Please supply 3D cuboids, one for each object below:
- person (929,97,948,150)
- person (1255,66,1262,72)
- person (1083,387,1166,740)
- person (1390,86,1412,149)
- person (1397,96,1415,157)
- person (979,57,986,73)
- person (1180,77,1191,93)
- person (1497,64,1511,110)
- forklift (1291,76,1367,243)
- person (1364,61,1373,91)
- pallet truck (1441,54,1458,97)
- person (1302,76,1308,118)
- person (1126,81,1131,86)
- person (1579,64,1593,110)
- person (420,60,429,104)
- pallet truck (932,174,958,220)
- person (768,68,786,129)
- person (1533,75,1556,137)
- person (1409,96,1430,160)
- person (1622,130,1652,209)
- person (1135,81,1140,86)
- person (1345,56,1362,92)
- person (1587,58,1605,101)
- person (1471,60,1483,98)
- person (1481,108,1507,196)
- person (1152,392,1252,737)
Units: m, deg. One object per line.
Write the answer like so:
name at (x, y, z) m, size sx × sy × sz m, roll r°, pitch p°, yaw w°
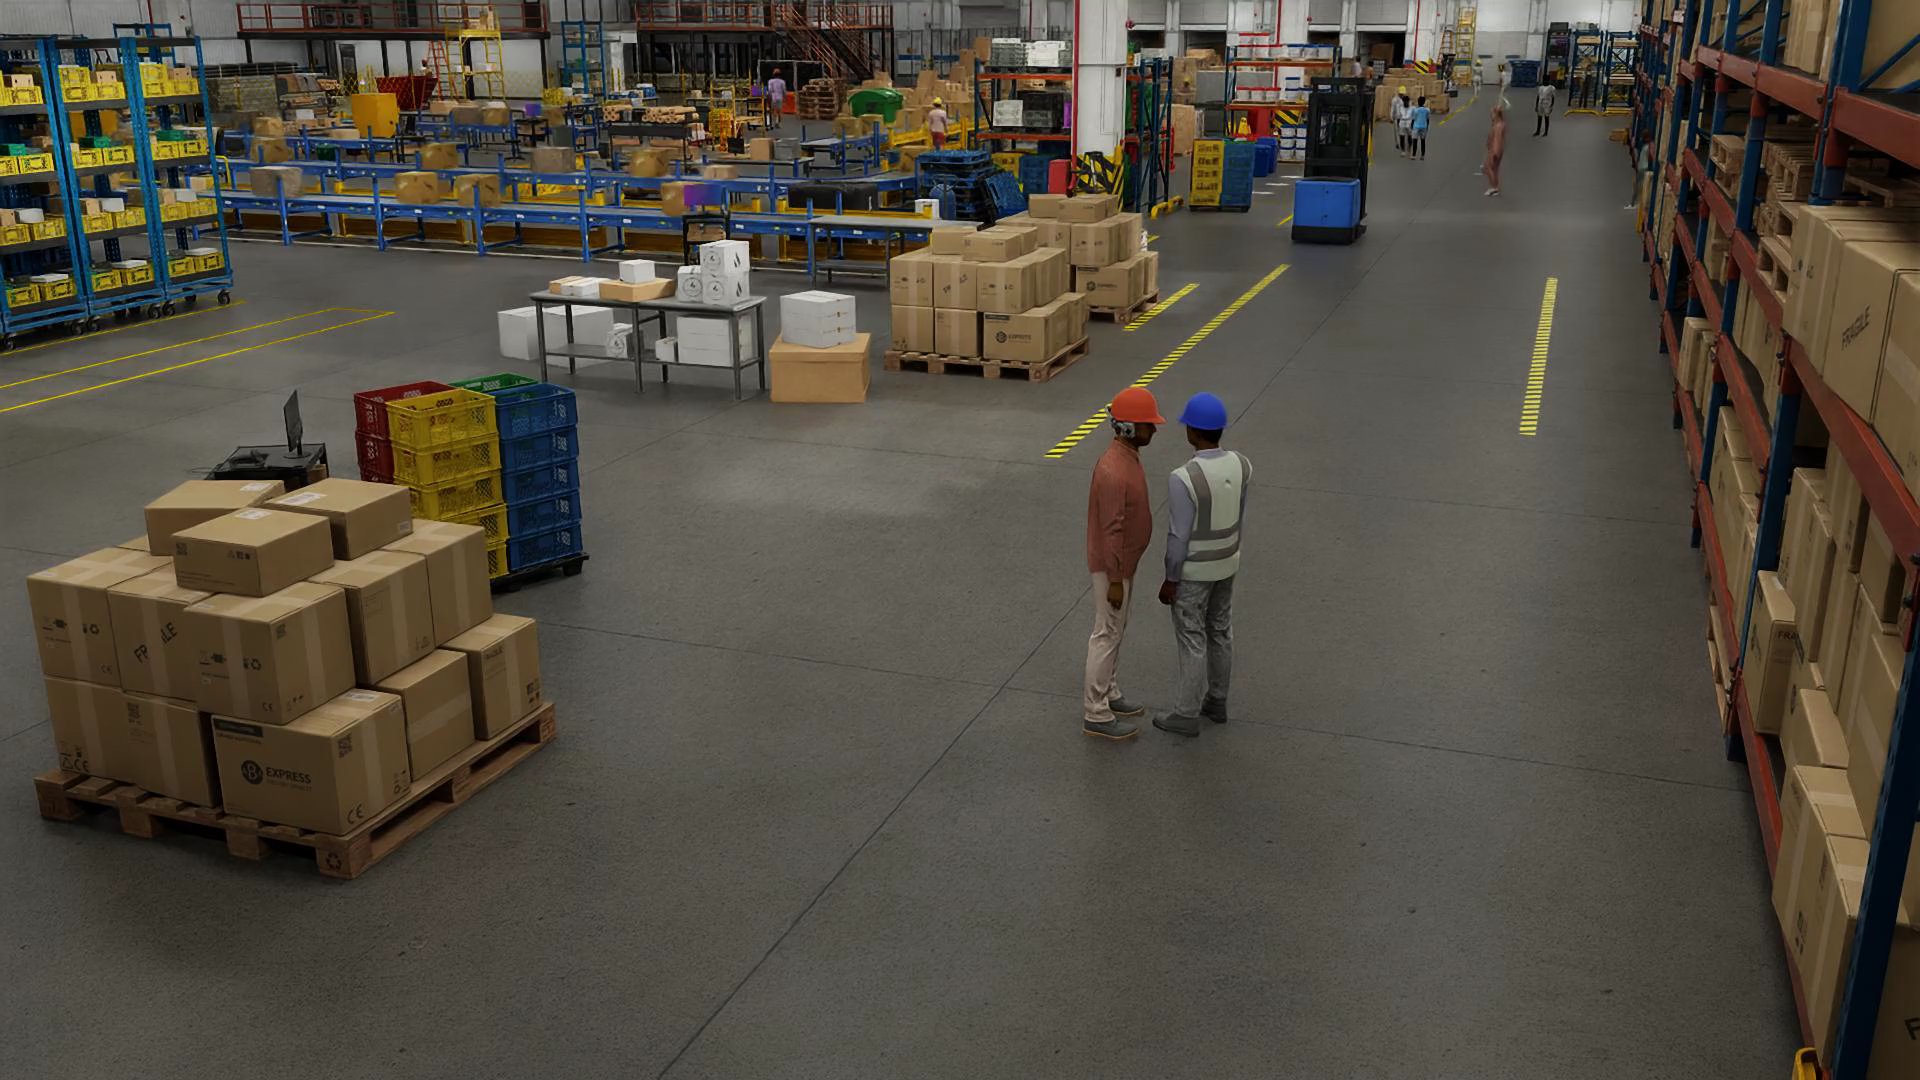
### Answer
person at (-0.600, -10.740, 43.733) m, size 0.535 × 1.746 × 0.643 m, roll 9°, pitch 20°, yaw 27°
person at (15.806, -24.941, 88.036) m, size 0.405 × 1.945 × 0.615 m, roll 7°, pitch 19°, yaw 20°
person at (0.905, 0.124, 9.228) m, size 0.414 × 1.985 × 0.611 m, roll 4°, pitch 18°, yaw 12°
person at (12.973, -12.450, 48.996) m, size 0.625 × 1.817 × 0.424 m, roll 4°, pitch 18°, yaw 13°
person at (12.471, -11.550, 46.403) m, size 0.576 × 1.672 × 0.589 m, roll 8°, pitch 19°, yaw 25°
person at (0.965, -20.873, 75.305) m, size 0.656 × 1.917 × 0.555 m, roll -2°, pitch 18°, yaw -6°
person at (7.759, -15.100, 57.467) m, size 0.530 × 1.738 × 0.524 m, roll -11°, pitch 21°, yaw -31°
person at (22.171, -18.460, 67.845) m, size 0.584 × 1.845 × 0.558 m, roll 6°, pitch 19°, yaw 19°
forklift at (6.598, -6.755, 29.381) m, size 1.129 × 2.768 × 1.873 m, roll 6°, pitch 19°, yaw 19°
person at (19.071, -21.585, 77.914) m, size 0.605 × 1.680 × 0.546 m, roll -7°, pitch 19°, yaw -20°
pallet truck at (22.765, -21.886, 78.355) m, size 0.823 × 1.965 × 1.885 m, roll -4°, pitch 18°, yaw -14°
person at (12.946, -17.110, 63.529) m, size 0.549 × 1.888 × 0.975 m, roll -9°, pitch 20°, yaw -25°
person at (6.069, -16.119, 60.260) m, size 0.409 × 1.982 × 0.612 m, roll -1°, pitch 18°, yaw -4°
person at (25.751, -18.622, 68.360) m, size 0.506 × 1.839 × 0.351 m, roll -6°, pitch 19°, yaw -18°
person at (-23.457, -20.103, 72.954) m, size 0.354 × 1.879 × 0.566 m, roll -2°, pitch 18°, yaw -5°
pallet truck at (-0.507, -5.292, 27.348) m, size 0.653 × 1.274 × 1.630 m, roll 6°, pitch 19°, yaw 19°
person at (-6.322, -15.251, 57.458) m, size 0.637 × 2.022 × 0.475 m, roll -6°, pitch 19°, yaw -18°
person at (18.896, -14.041, 53.760) m, size 0.366 × 1.961 × 0.610 m, roll -15°, pitch 23°, yaw -40°
person at (12.506, -11.198, 45.259) m, size 0.535 × 1.700 × 0.318 m, roll -2°, pitch 18°, yaw -6°
person at (14.053, -7.567, 33.990) m, size 0.726 × 1.610 × 0.498 m, roll 8°, pitch 19°, yaw 23°
person at (8.750, -22.956, 81.811) m, size 0.360 × 1.938 × 0.635 m, roll -13°, pitch 22°, yaw -36°
person at (19.312, -22.719, 81.260) m, size 0.737 × 1.823 × 0.631 m, roll 7°, pitch 19°, yaw 21°
person at (28.604, -20.663, 74.666) m, size 0.735 × 1.905 × 0.592 m, roll 2°, pitch 18°, yaw 6°
person at (24.165, -21.559, 77.788) m, size 0.494 × 1.717 × 0.744 m, roll 2°, pitch 18°, yaw 6°
person at (11.718, -8.505, 36.499) m, size 0.432 × 1.893 × 0.645 m, roll 9°, pitch 20°, yaw 26°
person at (1.343, 0.139, 9.227) m, size 0.605 × 1.951 × 0.380 m, roll -16°, pitch 24°, yaw -41°
